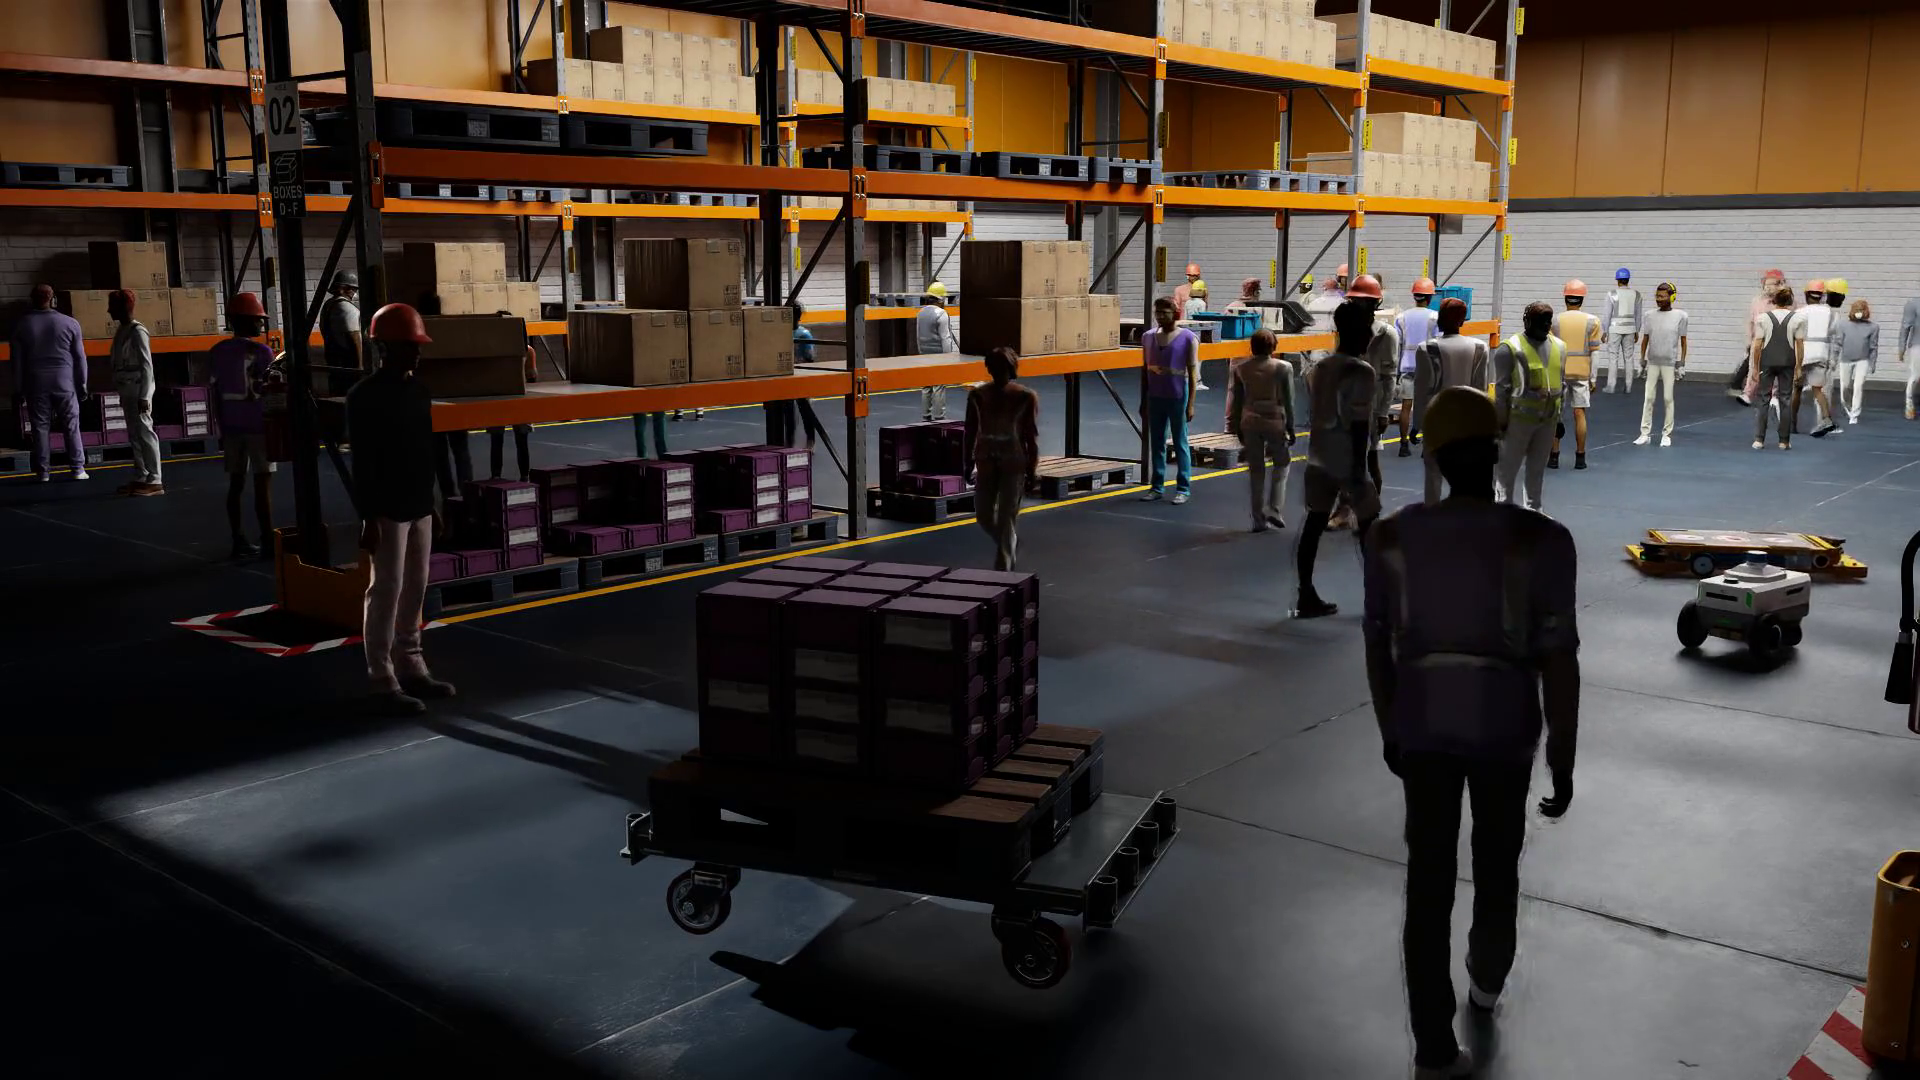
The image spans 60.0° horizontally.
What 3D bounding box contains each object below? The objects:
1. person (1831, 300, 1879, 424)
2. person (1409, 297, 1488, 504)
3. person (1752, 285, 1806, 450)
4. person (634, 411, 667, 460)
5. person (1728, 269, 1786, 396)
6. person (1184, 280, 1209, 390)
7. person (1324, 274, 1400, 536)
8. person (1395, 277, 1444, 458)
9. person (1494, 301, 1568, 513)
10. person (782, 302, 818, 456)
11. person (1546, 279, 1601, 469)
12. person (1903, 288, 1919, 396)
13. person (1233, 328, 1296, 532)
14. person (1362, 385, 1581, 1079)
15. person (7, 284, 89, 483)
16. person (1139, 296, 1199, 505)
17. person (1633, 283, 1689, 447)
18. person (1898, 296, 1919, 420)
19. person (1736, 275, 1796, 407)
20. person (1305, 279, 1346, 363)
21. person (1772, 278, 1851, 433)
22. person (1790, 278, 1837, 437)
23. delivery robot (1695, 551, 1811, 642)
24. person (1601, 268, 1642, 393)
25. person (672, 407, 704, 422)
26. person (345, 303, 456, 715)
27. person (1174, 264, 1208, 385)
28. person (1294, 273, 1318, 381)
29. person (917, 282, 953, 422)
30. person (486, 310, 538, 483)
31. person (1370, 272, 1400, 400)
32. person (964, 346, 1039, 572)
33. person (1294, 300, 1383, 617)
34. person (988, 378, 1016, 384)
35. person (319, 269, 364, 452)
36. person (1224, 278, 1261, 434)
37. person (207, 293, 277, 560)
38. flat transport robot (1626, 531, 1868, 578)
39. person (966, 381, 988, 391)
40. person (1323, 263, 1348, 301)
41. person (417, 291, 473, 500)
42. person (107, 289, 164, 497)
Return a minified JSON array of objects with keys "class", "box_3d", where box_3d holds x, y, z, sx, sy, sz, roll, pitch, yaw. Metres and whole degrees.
[{"class":"person","box_3d":[11.593,-2.317,21.548,0.528,1.600,0.678,7,12,34]},{"class":"person","box_3d":[3.702,-0.892,12.632,0.584,1.884,0.347,-1,10,-8]},{"class":"person","box_3d":[9.159,-1.926,18.631,0.511,1.845,0.341,5,11,26]},{"class":"person","box_3d":[-3.208,-1.595,17.046,0.547,1.728,0.746,-1,10,-5]},{"class":"person","box_3d":[12.067,-3.072,24.893,0.651,1.940,1.040,-7,12,-36]},{"class":"person","box_3d":[3.791,-3.280,26.629,0.323,1.742,0.492,-6,12,-31]},{"class":"person","box_3d":[3.139,-1.055,13.094,0.365,2.048,0.608,-8,13,-40]},{"class":"person","box_3d":[4.948,-1.850,17.929,0.546,1.939,0.375,7,12,33]},{"class":"person","box_3d":[4.492,-0.948,13.070,0.624,1.844,0.430,-3,10,-16]},{"class":"person","box_3d":[-1.760,-1.735,18.036,0.577,1.686,0.479,10,14,44]},{"class":"person","box_3d":[6.232,-1.689,17.016,0.547,1.937,0.379,3,10,16]},{"class":"person","box_3d":[14.735,-3.076,25.395,0.525,1.772,0.301,-2,10,-8]},{"class":"person","box_3d":[2.427,-0.877,13.264,0.535,1.617,0.403,5,11,27]},{"class":"person","box_3d":[1.413,0.516,4.642,0.610,1.868,0.921,5,11,26]},{"class":"person","box_3d":[-8.766,-1.500,16.031,0.651,1.906,0.403,-5,11,-27]},{"class":"person","box_3d":[1.851,-1.234,14.725,0.566,1.836,0.388,8,13,39]},{"class":"person","box_3d":[8.007,-1.995,18.968,0.516,1.865,0.325,8,13,39]},{"class":"person","box_3d":[12.565,-2.479,21.580,0.666,1.919,0.429,3,10,15]},{"class":"person","box_3d":[11.437,-2.807,23.589,0.960,1.855,0.673,-9,13,-40]},{"class":"person","box_3d":[5.153,-2.750,23.388,0.649,1.842,0.996,4,11,20]},{"class":"person","box_3d":[10.421,-2.244,20.310,0.734,1.893,0.638,3,11,19]},{"class":"person","box_3d":[10.237,-2.181,19.944,0.549,1.902,0.838,1,10,5]},{"class":"delivery robot","box_3d":[4.460,0.304,9.337,0.707,0.478,0.477,-7,12,-36]},{"class":"person","box_3d":[10.293,-3.255,25.911,0.616,1.942,0.408,-1,10,-4]},{"class":"person","box_3d":[-3.576,-2.455,21.676,0.588,1.833,0.404,-3,11,-19]},{"class":"person","box_3d":[-2.723,-0.156,8.133,0.402,1.990,0.622,2,10,13]},{"class":"person","box_3d":[3.813,-3.548,27.434,0.611,1.996,0.378,-3,10,-14]},{"class":"person","box_3d":[5.868,-3.607,28.239,0.403,1.830,0.600,-1,10,-5]},{"class":"person","box_3d":[-0.289,-2.295,20.771,0.404,1.828,0.603,-7,12,-36]},{"class":"person","box_3d":[-4.080,-1.221,15.045,0.565,1.696,0.317,-2,10,-11]},{"class":"person","box_3d":[6.223,-3.031,24.783,0.638,1.903,0.965,-9,14,-43]},{"class":"person","box_3d":[0.291,-0.487,11.059,0.528,1.618,0.622,4,11,22]},{"class":"person","box_3d":[2.447,-0.490,10.196,0.913,1.927,0.638,-4,11,-24]},{"class":"person","box_3d":[0.507,-2.236,20.504,0.616,1.806,0.981,-5,11,-26]},{"class":"person","box_3d":[-6.697,-1.968,18.312,0.678,2.000,0.537,10,14,44]},{"class":"person","box_3d":[3.480,-2.200,20.057,0.396,1.900,0.650,-9,13,-42]},{"class":"person","box_3d":[-5.147,-0.817,12.059,0.547,1.934,0.376,3,10,18]},{"class":"flat transport robot","box_3d":[5.487,0.085,11.656,1.431,0.197,0.652,2,10,12]},{"class":"person","box_3d":[0.333,-3.303,26.233,0.360,1.932,0.628,9,13,41]},{"class":"person","box_3d":[5.400,-2.874,23.456,0.608,2.047,0.365,-2,10,-13]},{"class":"person","box_3d":[-4.358,-1.141,14.006,0.631,1.895,0.463,-6,11,-29]},{"class":"person","box_3d":[-7.525,-1.335,15.155,0.346,1.881,0.578,-9,14,-43]}]
